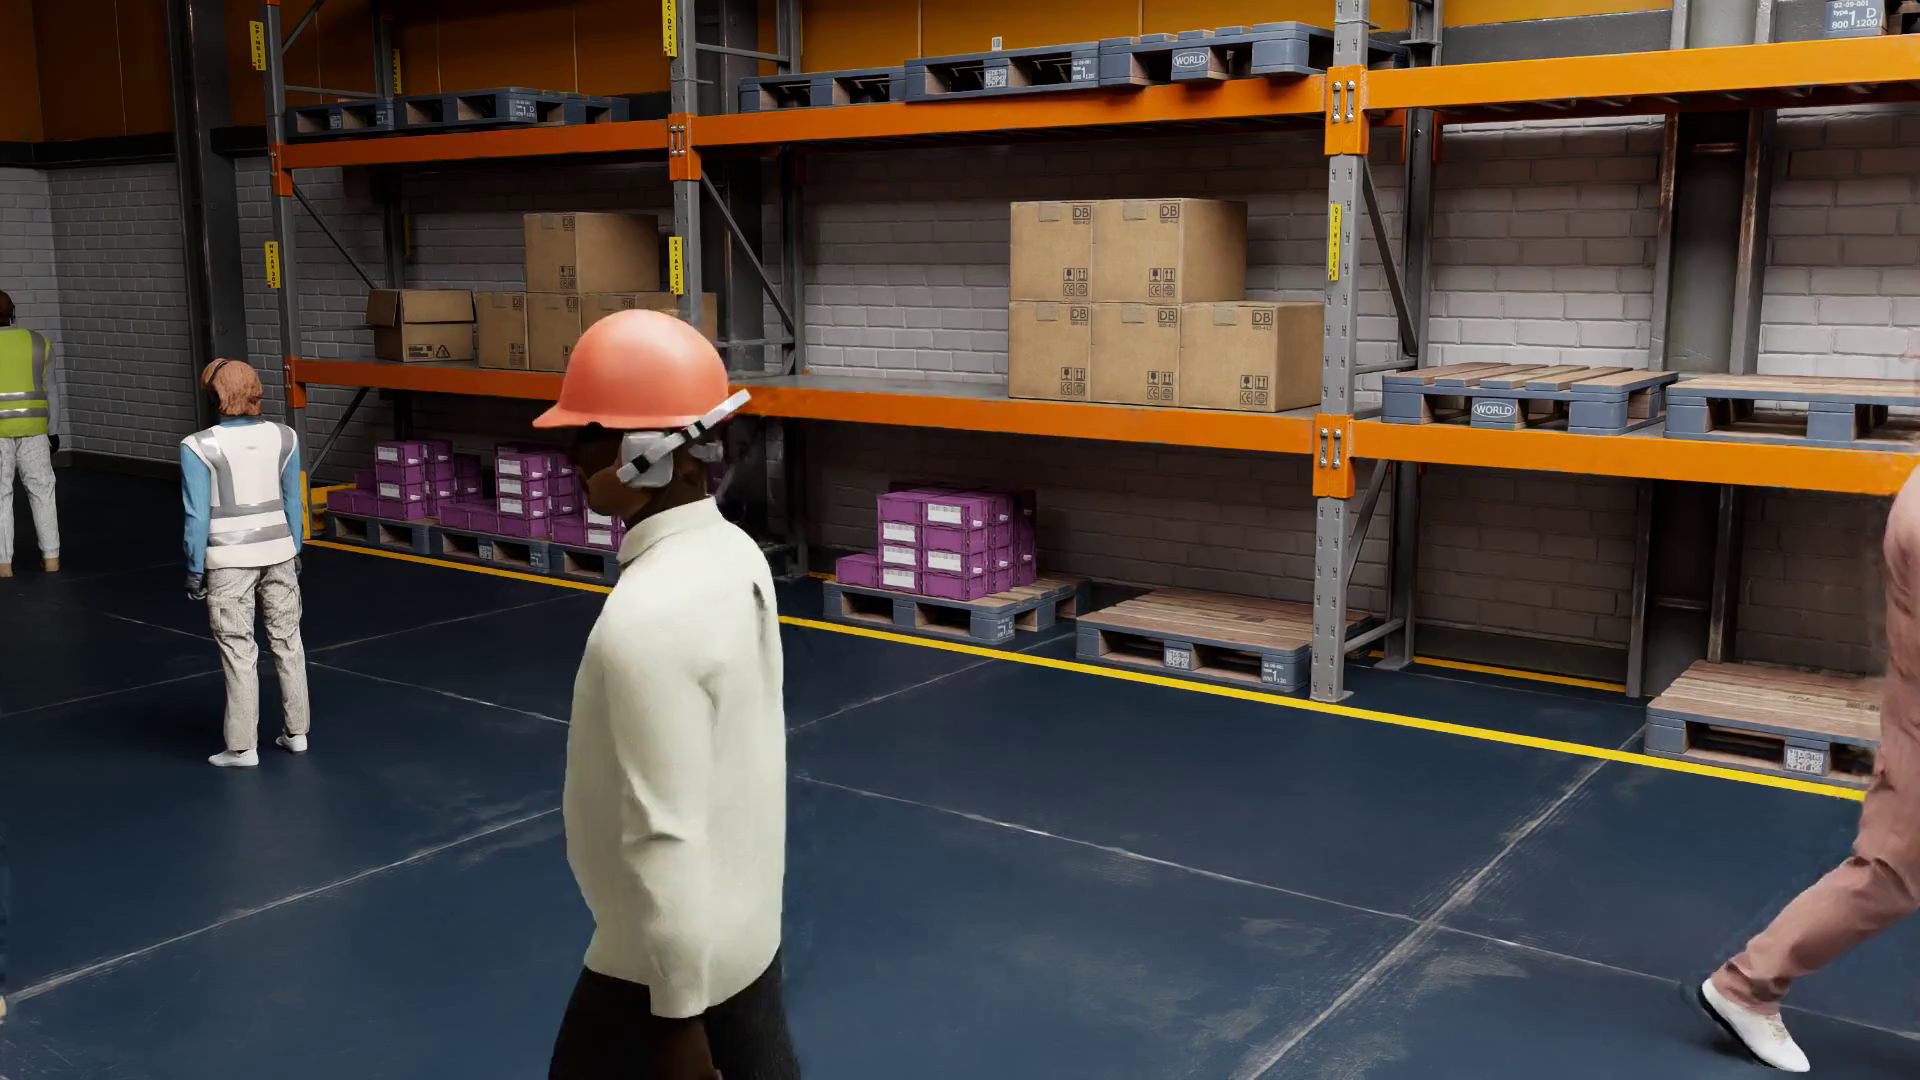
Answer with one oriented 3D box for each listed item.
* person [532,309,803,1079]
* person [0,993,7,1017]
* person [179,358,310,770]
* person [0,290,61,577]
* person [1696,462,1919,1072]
[{"bbox_3d":[-0.386,0.604,2.708,0.986,1.959,0.630,1,10,7],"label":"person"},{"bbox_3d":[-2.955,0.302,4.495,0.944,1.954,0.623,7,12,34],"label":"person"},{"bbox_3d":[-2.845,0.098,6.644,0.309,1.641,0.512,6,11,34],"label":"person"},{"bbox_3d":[-6.121,-0.683,10.700,0.619,1.845,0.430,-9,13,-43],"label":"person"},{"bbox_3d":[2.316,0.440,3.921,0.965,1.869,0.647,8,12,40],"label":"person"}]
